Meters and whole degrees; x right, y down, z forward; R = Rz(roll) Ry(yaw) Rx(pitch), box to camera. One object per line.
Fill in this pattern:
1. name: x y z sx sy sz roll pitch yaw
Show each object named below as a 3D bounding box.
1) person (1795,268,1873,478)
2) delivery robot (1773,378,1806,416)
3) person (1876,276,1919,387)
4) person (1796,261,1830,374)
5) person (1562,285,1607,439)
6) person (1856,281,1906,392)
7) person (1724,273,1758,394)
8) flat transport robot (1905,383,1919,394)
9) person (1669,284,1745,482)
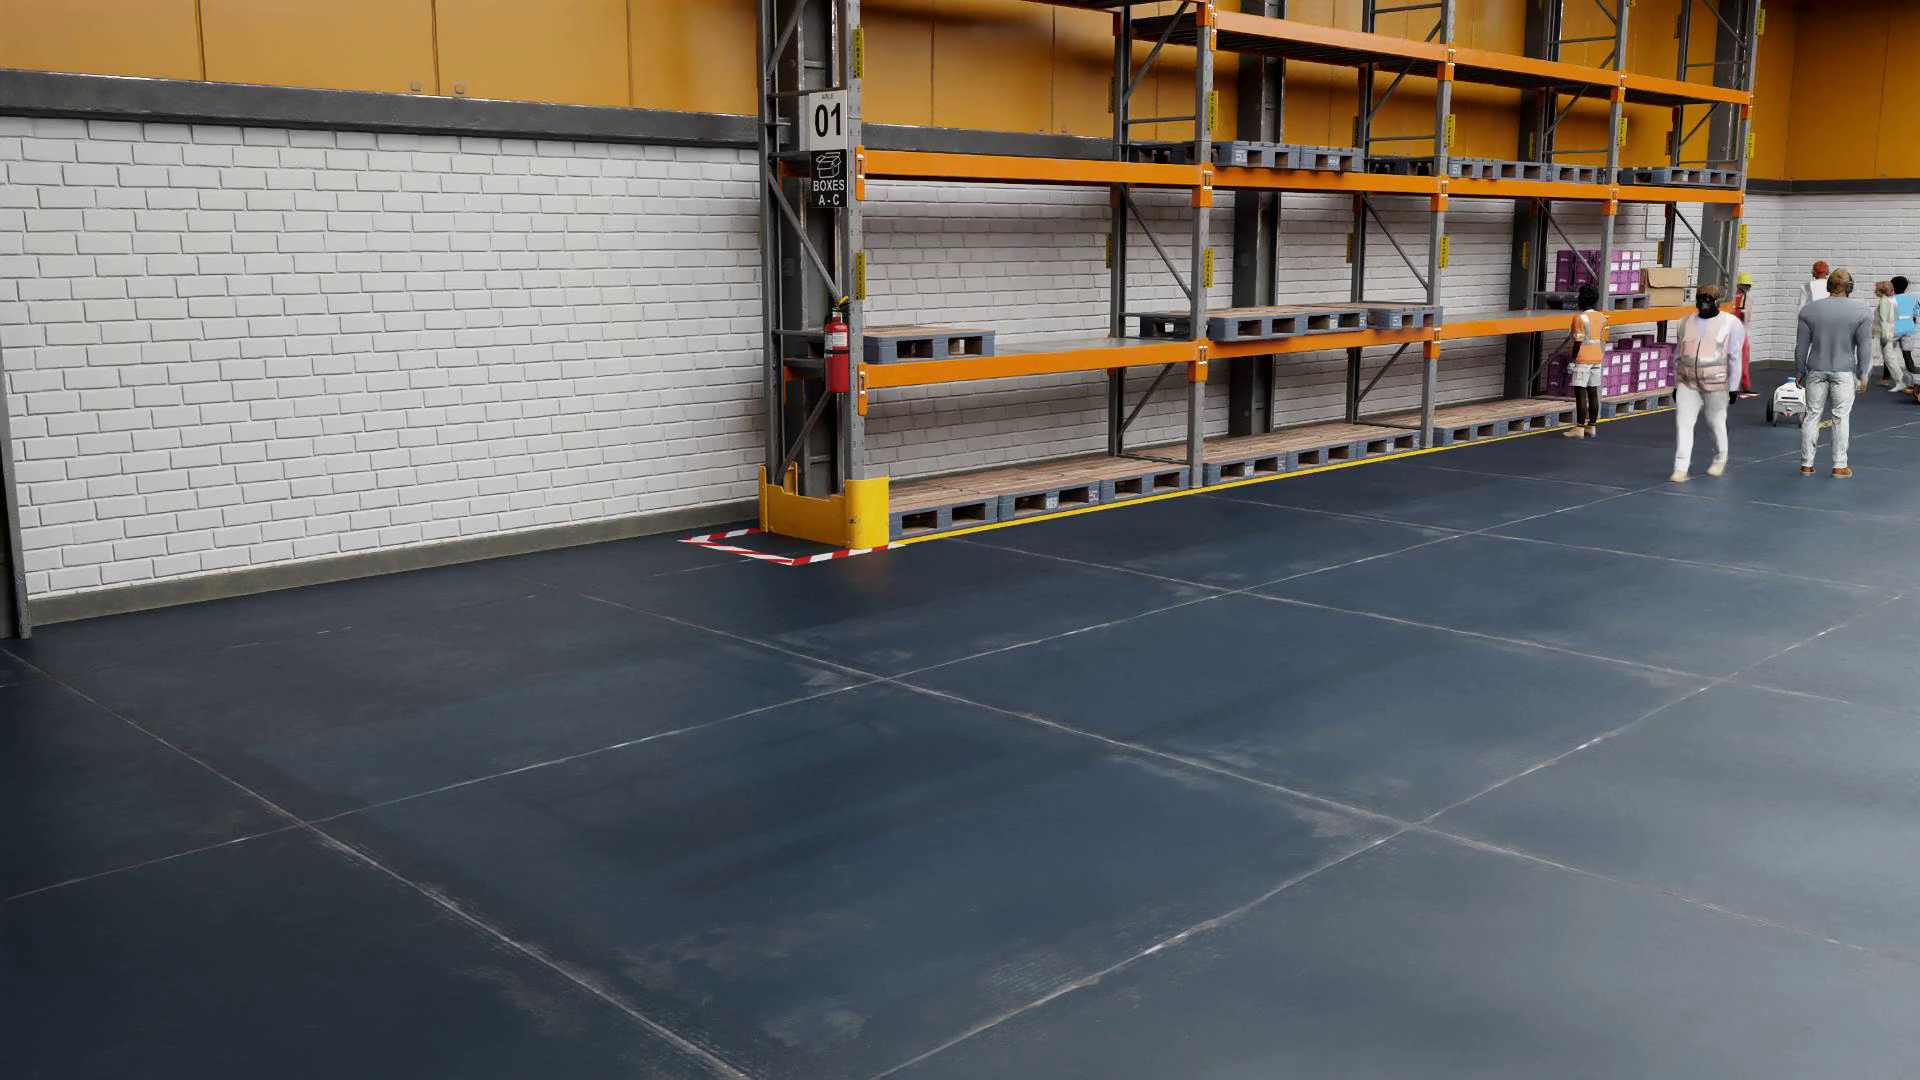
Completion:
1. person: 8.088 -1.542 15.435 0.637 1.936 0.355 8 13 38
2. delivery robot: 9.846 -1.682 19.713 0.477 0.478 0.707 5 12 27
3. person: 13.801 -3.046 24.380 0.534 1.659 0.831 0 10 0
4. person: 12.601 -3.154 24.434 0.603 1.861 0.444 5 12 26
5. person: 6.922 -1.971 18.428 0.531 1.698 0.320 -8 13 -36
6. person: 13.199 -2.898 23.808 0.830 1.606 0.526 8 13 36
7. person: 11.038 -2.958 23.760 0.527 1.724 0.883 -2 11 -13
8. flat transport robot: 14.017 -2.133 23.203 1.431 0.197 0.652 6 12 28
9. person: 6.872 -1.451 15.305 0.631 1.806 0.917 10 14 42
